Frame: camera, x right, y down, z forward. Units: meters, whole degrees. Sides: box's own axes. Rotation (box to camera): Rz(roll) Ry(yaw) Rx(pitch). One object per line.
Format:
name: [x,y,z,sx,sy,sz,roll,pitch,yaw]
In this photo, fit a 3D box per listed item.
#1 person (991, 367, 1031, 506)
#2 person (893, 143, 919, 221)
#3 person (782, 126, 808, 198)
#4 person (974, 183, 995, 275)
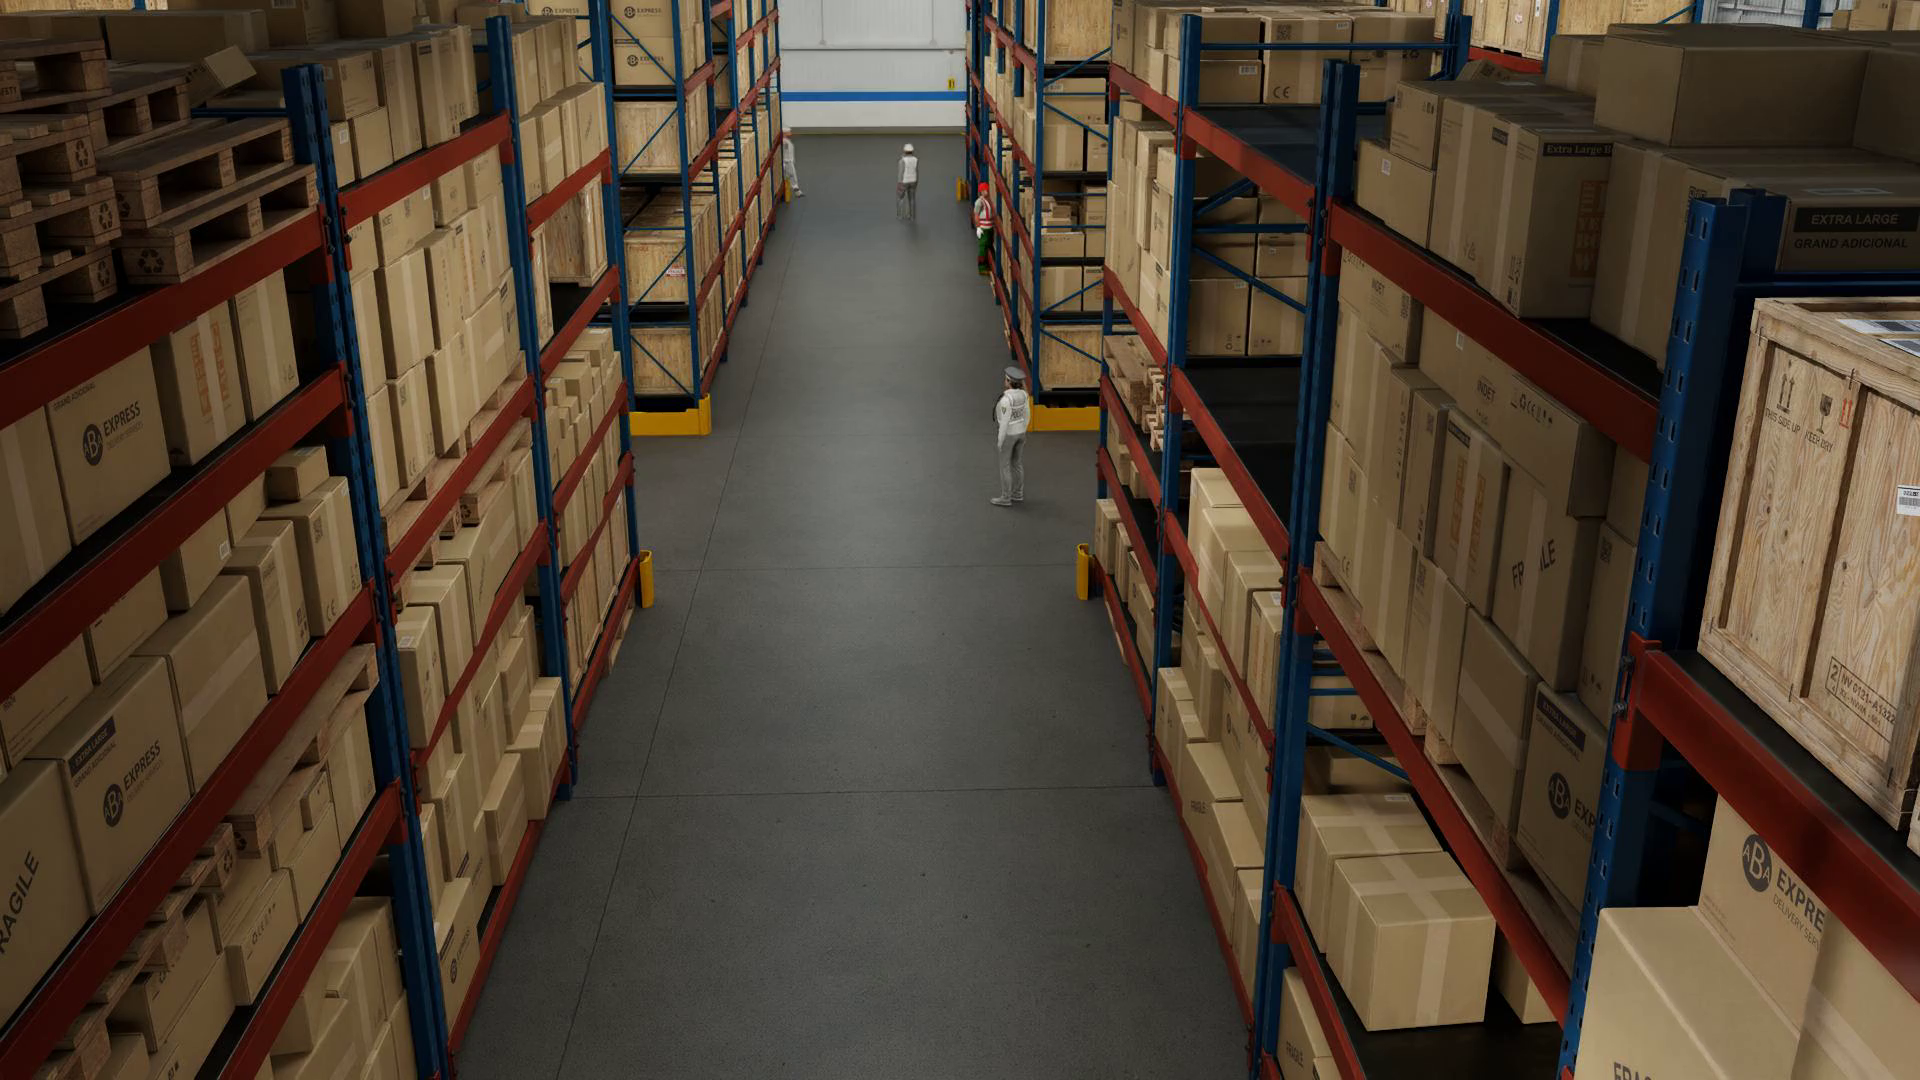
person: [0.606,-1.250,19.959,0.375,1.686,0.468,17,26,38]
person: [-1.266,-8.388,38.942,0.565,1.782,0.516,-12,24,-29]
person: [-4.245,-9.558,42.068,0.817,1.776,0.558,1,20,2]
person: [0.534,-6.185,33.032,0.386,1.794,0.546,10,23,24]
